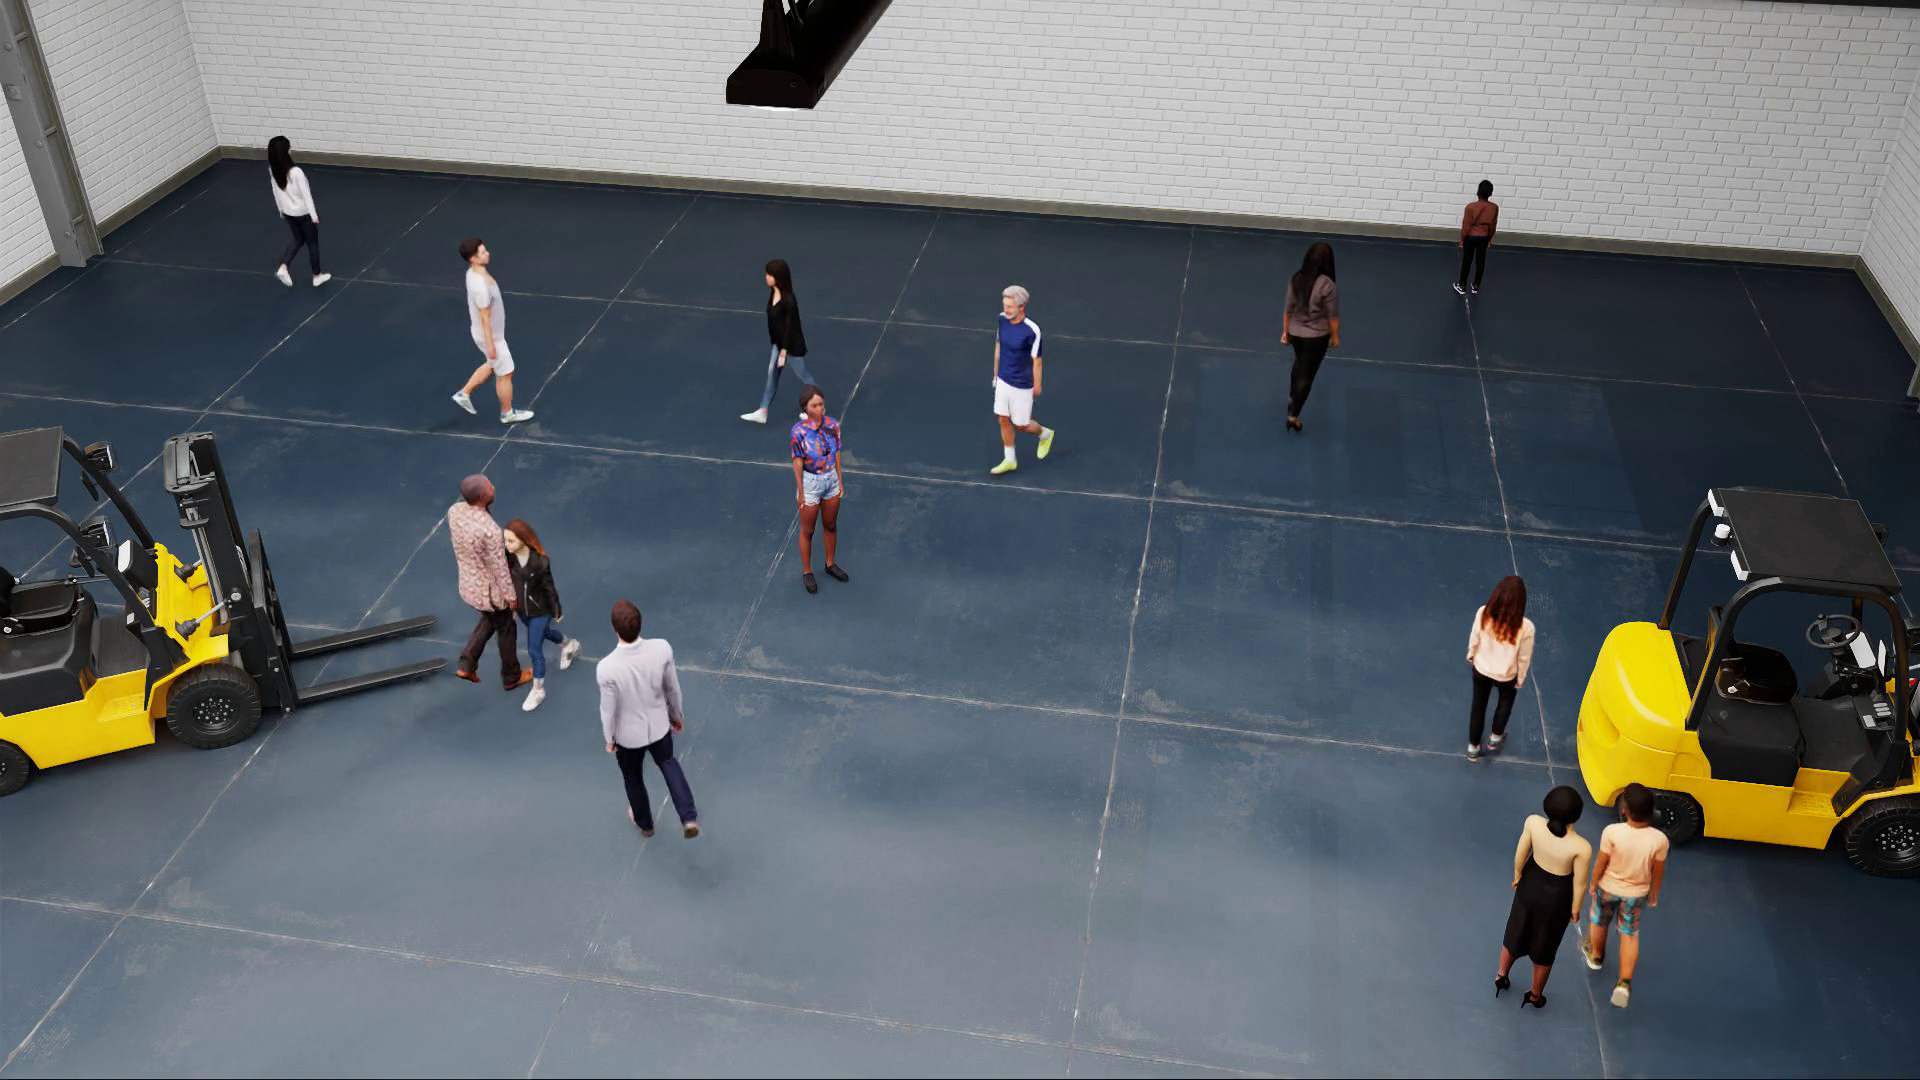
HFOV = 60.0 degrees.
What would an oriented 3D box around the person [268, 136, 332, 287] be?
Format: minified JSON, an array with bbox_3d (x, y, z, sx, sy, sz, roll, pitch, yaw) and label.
[{"bbox_3d":[-7.062,-3.429,17.586,0.757,1.686,0.926,15,37,22],"label":"person"}]

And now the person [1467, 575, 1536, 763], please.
[{"bbox_3d":[3.603,0.906,11.257,0.703,1.471,0.753,19,38,26],"label":"person"}]

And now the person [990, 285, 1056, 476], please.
[{"bbox_3d":[0.553,-1.407,14.422,0.998,1.819,0.910,-27,42,-34],"label":"person"}]

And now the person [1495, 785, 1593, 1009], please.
[{"bbox_3d":[3.304,2.021,9.418,0.660,1.650,0.691,27,42,34],"label":"person"}]

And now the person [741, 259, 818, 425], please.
[{"bbox_3d":[-1.501,-1.804,15.211,1.070,1.607,1.025,-20,39,-28],"label":"person"}]

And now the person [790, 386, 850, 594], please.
[{"bbox_3d":[-1.110,-0.410,12.999,0.664,1.735,0.719,-20,39,-27],"label":"person"}]

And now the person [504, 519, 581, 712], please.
[{"bbox_3d":[-3.024,0.436,11.974,0.766,1.461,1.029,16,37,23],"label":"person"}]

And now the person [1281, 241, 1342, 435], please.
[{"bbox_3d":[3.076,-1.772,14.970,0.870,1.821,0.813,-26,41,-33],"label":"person"}]

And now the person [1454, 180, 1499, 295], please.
[{"bbox_3d":[5.486,-3.223,17.665,0.553,1.254,0.518,-1,34,-1],"label":"person"}]

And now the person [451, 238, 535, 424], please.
[{"bbox_3d":[-4.361,-1.866,15.092,1.025,1.843,1.015,-13,36,-18],"label":"person"}]

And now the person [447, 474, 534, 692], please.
[{"bbox_3d":[-3.422,0.358,11.795,0.908,1.788,0.986,25,41,32],"label":"person"}]

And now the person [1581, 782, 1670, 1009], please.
[{"bbox_3d":[3.810,2.049,9.564,0.587,1.442,0.880,11,35,16],"label":"person"}]

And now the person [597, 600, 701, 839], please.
[{"bbox_3d":[-1.969,1.213,10.465,0.993,1.836,1.053,-22,39,-29],"label":"person"}]
